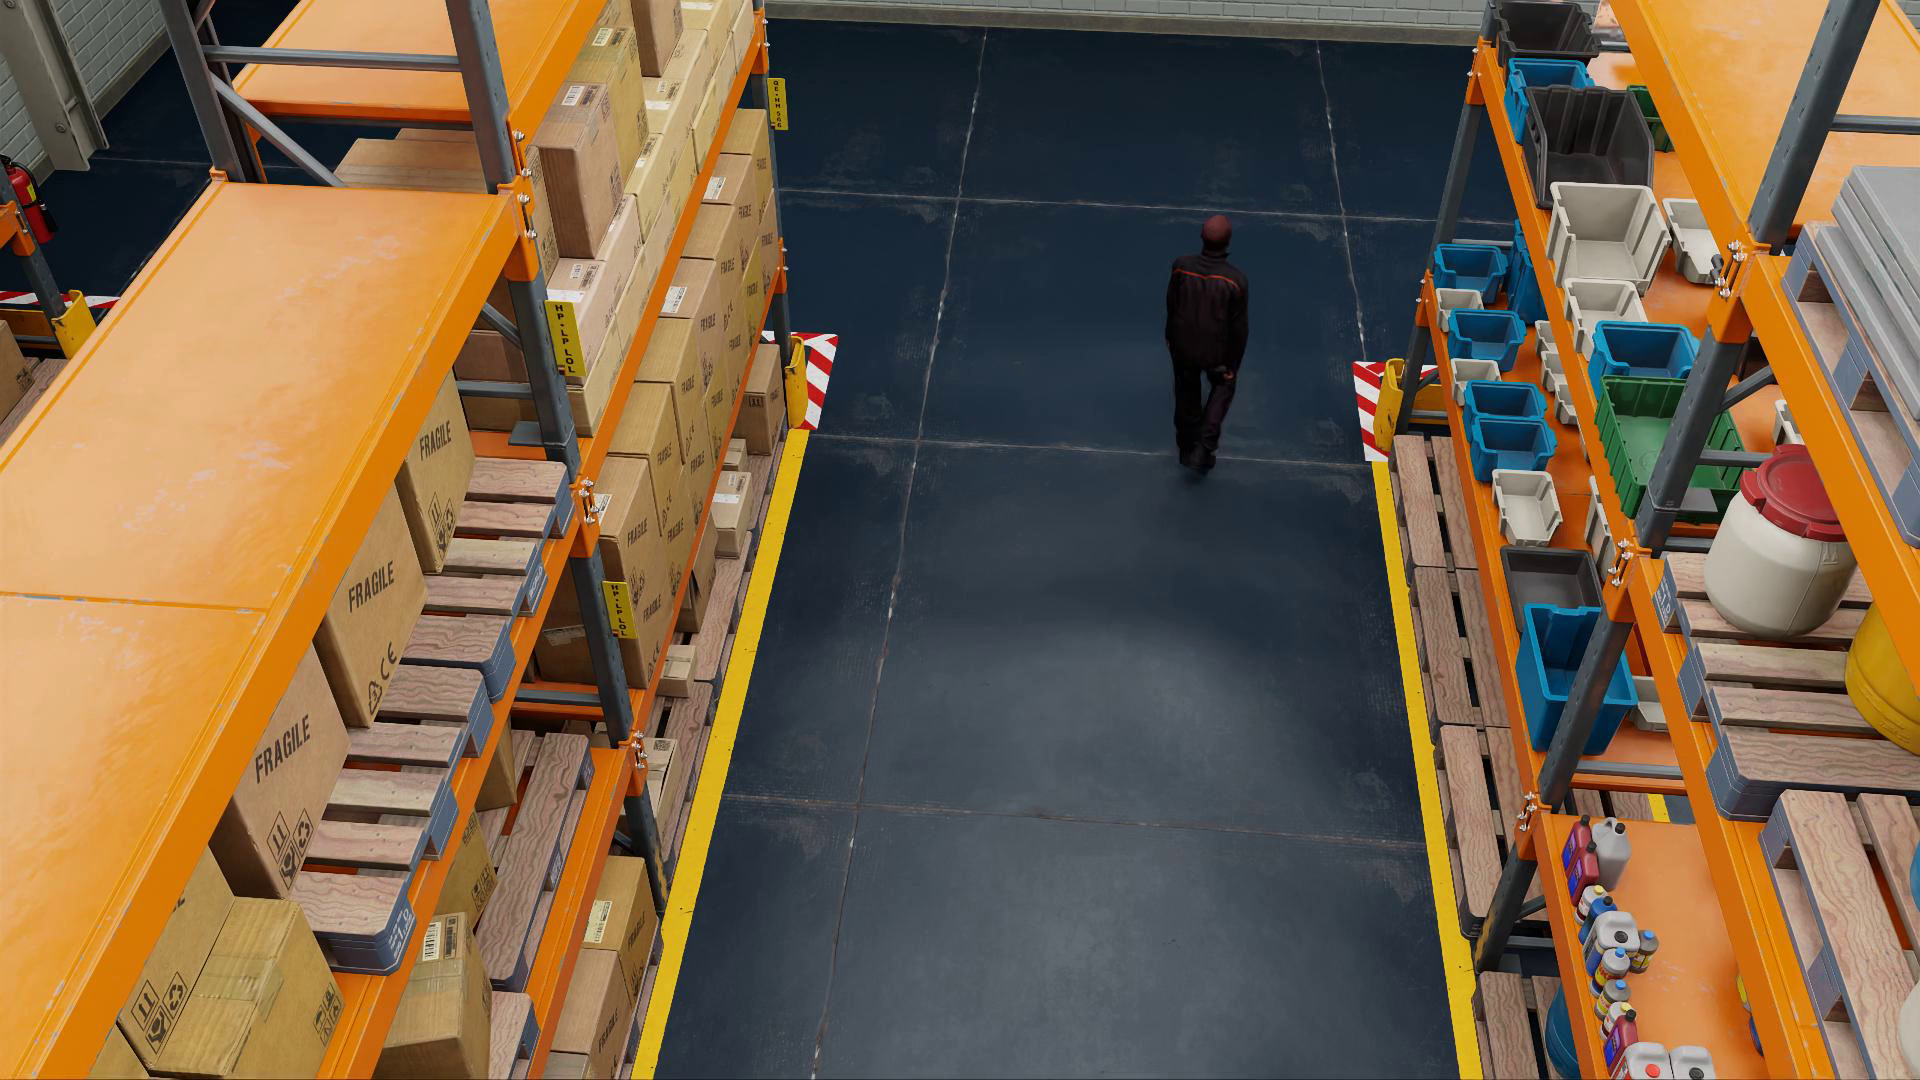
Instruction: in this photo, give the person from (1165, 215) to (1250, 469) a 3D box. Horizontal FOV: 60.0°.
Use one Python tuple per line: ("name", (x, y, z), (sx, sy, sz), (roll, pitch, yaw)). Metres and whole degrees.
("person", (1.446, -1.139, 10.101), (0.822, 1.813, 0.856), (17, 46, 18))
